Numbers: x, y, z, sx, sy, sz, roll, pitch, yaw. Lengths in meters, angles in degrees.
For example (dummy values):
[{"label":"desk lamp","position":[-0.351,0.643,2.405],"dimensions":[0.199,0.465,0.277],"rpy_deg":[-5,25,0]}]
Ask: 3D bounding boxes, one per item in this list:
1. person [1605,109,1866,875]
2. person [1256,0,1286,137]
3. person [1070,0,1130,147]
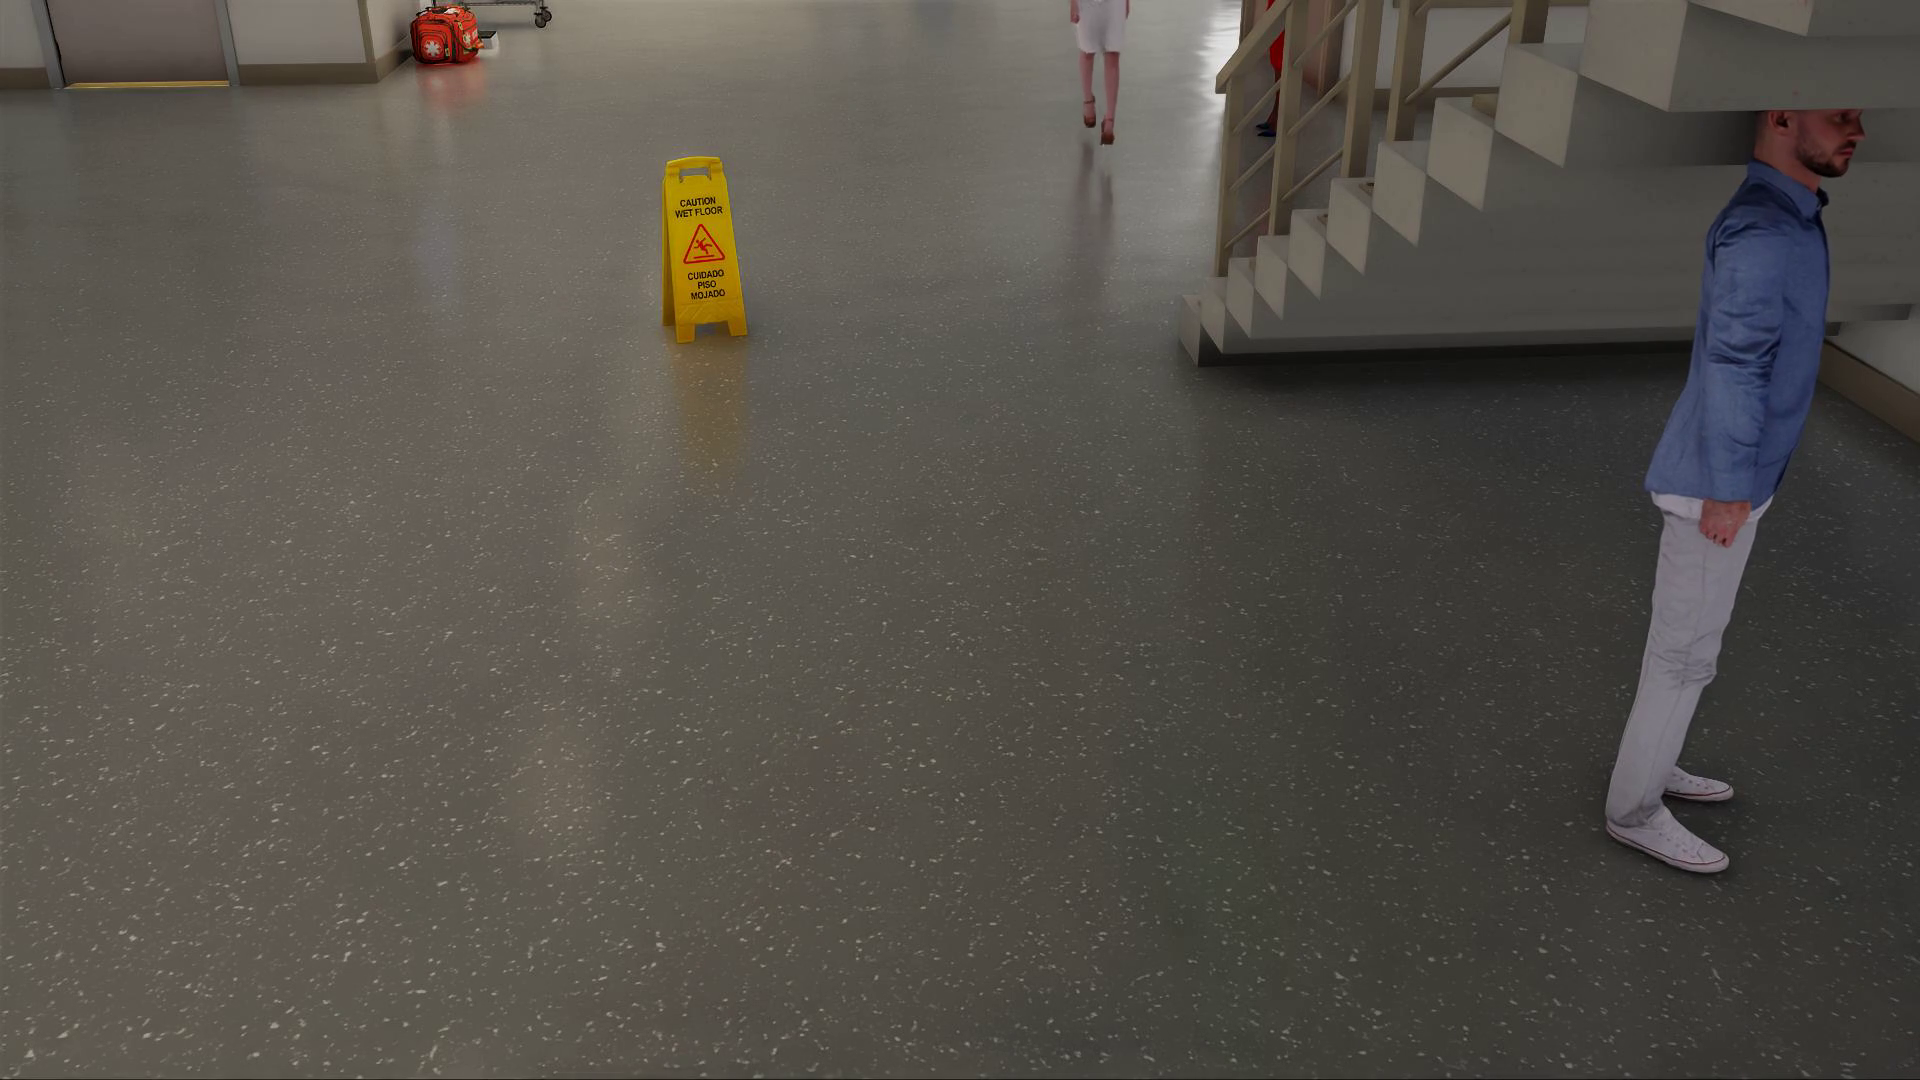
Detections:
[{"label":"person","position":[1.726,-0.167,3.776],"dimensions":[0.805,1.885,0.700],"rpy_deg":[13,29,24]},{"label":"person","position":[2.149,-3.579,11.015],"dimensions":[0.671,1.744,0.510],"rpy_deg":[4,26,8]},{"label":"person","position":[0.884,-3.449,10.760],"dimensions":[0.619,1.730,1.129],"rpy_deg":[0,26,-1]}]
